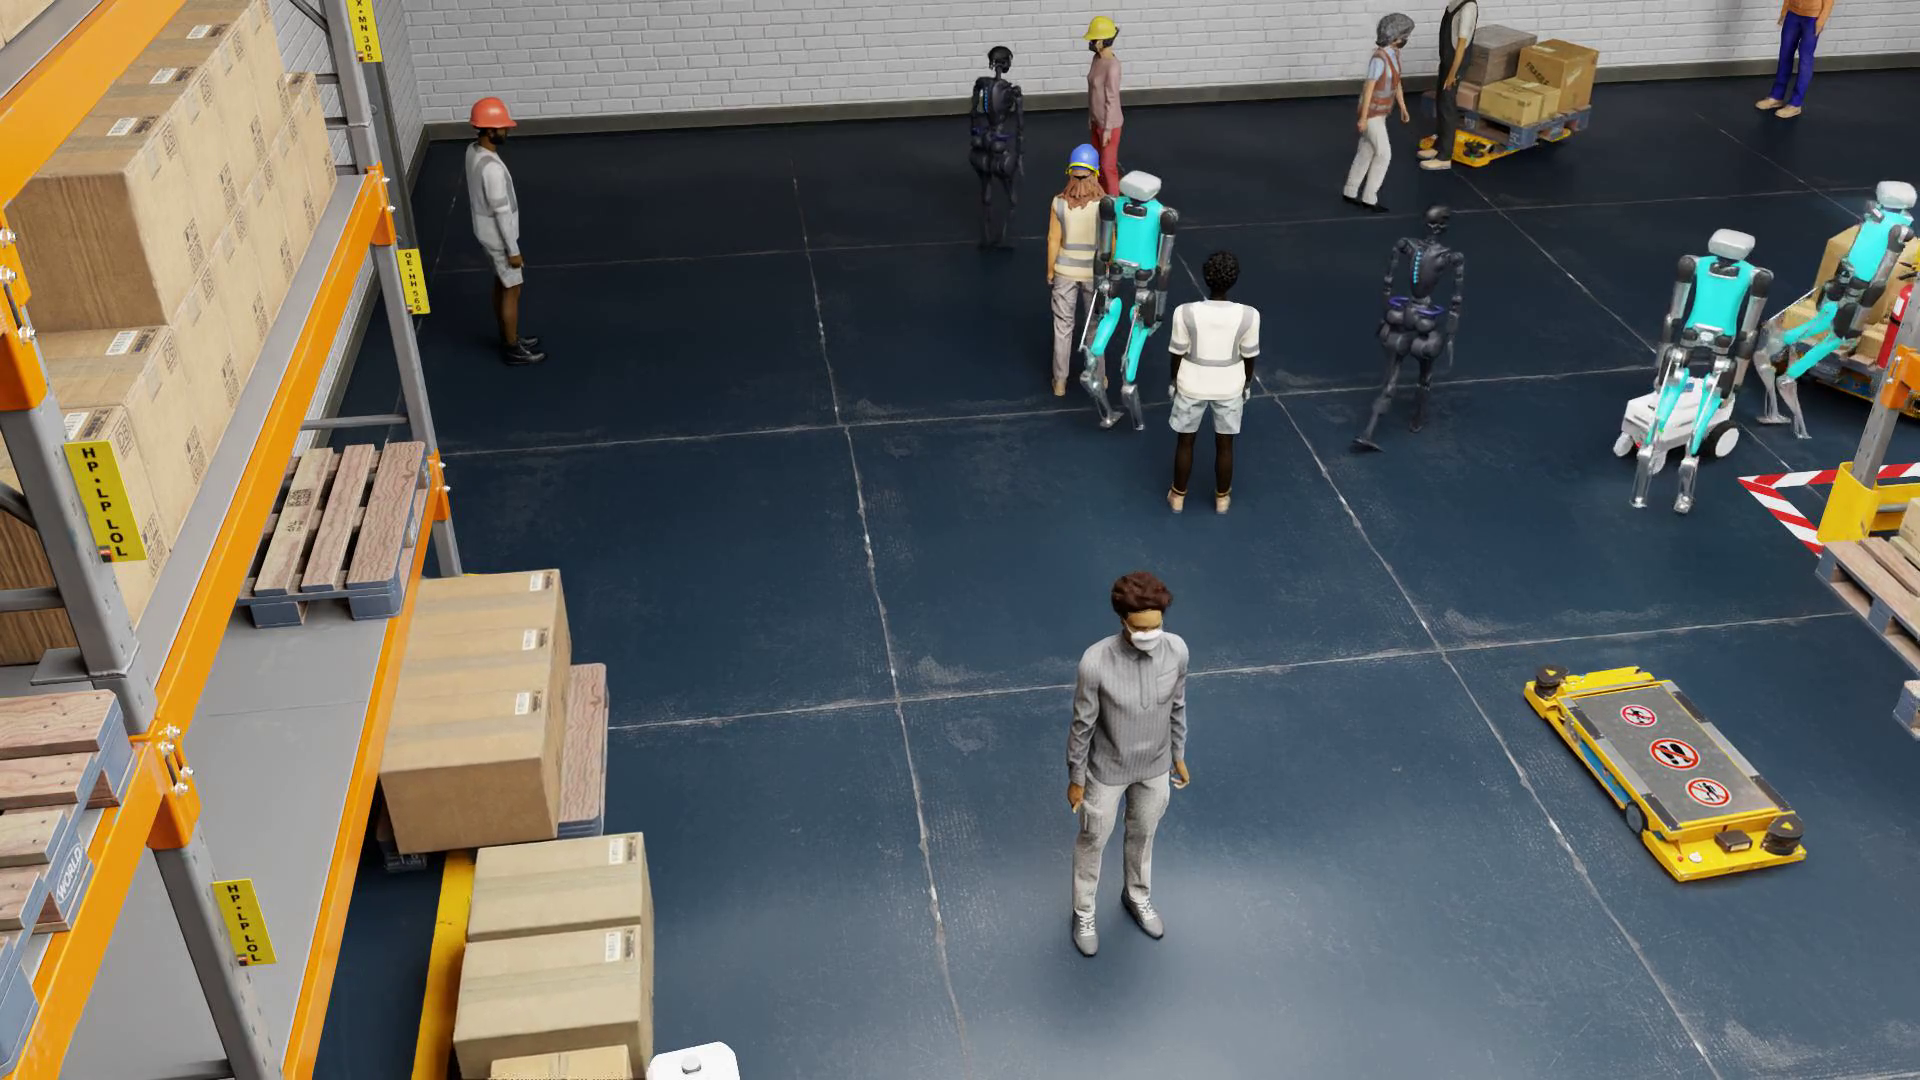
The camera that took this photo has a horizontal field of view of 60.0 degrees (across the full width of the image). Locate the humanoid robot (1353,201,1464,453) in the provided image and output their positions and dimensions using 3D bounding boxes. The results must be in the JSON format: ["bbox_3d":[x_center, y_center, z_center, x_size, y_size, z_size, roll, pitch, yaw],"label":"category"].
[{"bbox_3d":[2.900,-1.349,10.693,0.589,1.634,0.743,25,40,33],"label":"humanoid robot"}]

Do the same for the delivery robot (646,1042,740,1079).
[{"bbox_3d":[-0.938,2.258,6.128,0.499,0.592,0.774,-9,34,-13],"label":"delivery robot"}]

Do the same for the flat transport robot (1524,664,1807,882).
[{"bbox_3d":[3.439,1.085,8.189,0.659,0.231,1.431,-7,34,-11],"label":"flat transport robot"}]

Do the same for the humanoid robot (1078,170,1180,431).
[{"bbox_3d":[1.018,-1.426,10.708,0.547,1.810,0.666,17,37,24],"label":"humanoid robot"}]

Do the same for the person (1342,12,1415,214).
[{"bbox_3d":[3.598,-3.610,14.105,0.585,1.663,0.470,16,37,23],"label":"person"}]

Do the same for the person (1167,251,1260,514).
[{"bbox_3d":[1.499,-0.916,9.955,0.534,1.691,0.319,2,33,3],"label":"person"}]

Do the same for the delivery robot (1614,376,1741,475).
[{"bbox_3d":[4.660,-0.785,10.797,0.802,0.598,0.499,-17,37,-24],"label":"delivery robot"}]

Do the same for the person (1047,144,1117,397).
[{"bbox_3d":[0.819,-1.801,11.237,0.468,1.771,0.326,6,34,8],"label":"person"}]

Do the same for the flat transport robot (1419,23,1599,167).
[{"bbox_3d":[5.083,-3.849,15.750,1.431,0.231,0.659,-22,39,-30],"label":"flat transport robot"}]

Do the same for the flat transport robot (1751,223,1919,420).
[{"bbox_3d":[6.400,-1.174,11.652,0.659,0.231,1.431,-25,41,-33],"label":"flat transport robot"}]

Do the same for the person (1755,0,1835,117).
[{"bbox_3d":[8.205,-5.124,16.150,0.408,1.976,0.515,-15,36,-22],"label":"person"}]

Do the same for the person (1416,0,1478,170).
[{"bbox_3d":[4.413,-4.264,14.953,0.327,1.838,0.509,3,33,5],"label":"person"}]

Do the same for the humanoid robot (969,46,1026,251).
[{"bbox_3d":[0.277,-3.142,13.391,0.587,1.644,0.357,26,41,34],"label":"humanoid robot"}]

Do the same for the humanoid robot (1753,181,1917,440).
[{"bbox_3d":[5.526,-1.458,10.744,0.773,1.773,0.531,3,33,4],"label":"humanoid robot"}]

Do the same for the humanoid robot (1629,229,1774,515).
[{"bbox_3d":[4.357,-0.921,9.899,0.532,1.753,0.748,18,37,26],"label":"humanoid robot"}]

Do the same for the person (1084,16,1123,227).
[{"bbox_3d":[1.167,-3.457,13.789,0.343,1.756,0.516,-8,34,-12],"label":"person"}]

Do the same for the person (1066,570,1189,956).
[{"bbox_3d":[0.692,0.919,6.955,0.545,1.896,0.378,-10,34,-15],"label":"person"}]

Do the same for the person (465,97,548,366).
[{"bbox_3d":[-3.185,-2.138,11.618,0.388,1.926,0.546,-16,37,-23],"label":"person"}]
